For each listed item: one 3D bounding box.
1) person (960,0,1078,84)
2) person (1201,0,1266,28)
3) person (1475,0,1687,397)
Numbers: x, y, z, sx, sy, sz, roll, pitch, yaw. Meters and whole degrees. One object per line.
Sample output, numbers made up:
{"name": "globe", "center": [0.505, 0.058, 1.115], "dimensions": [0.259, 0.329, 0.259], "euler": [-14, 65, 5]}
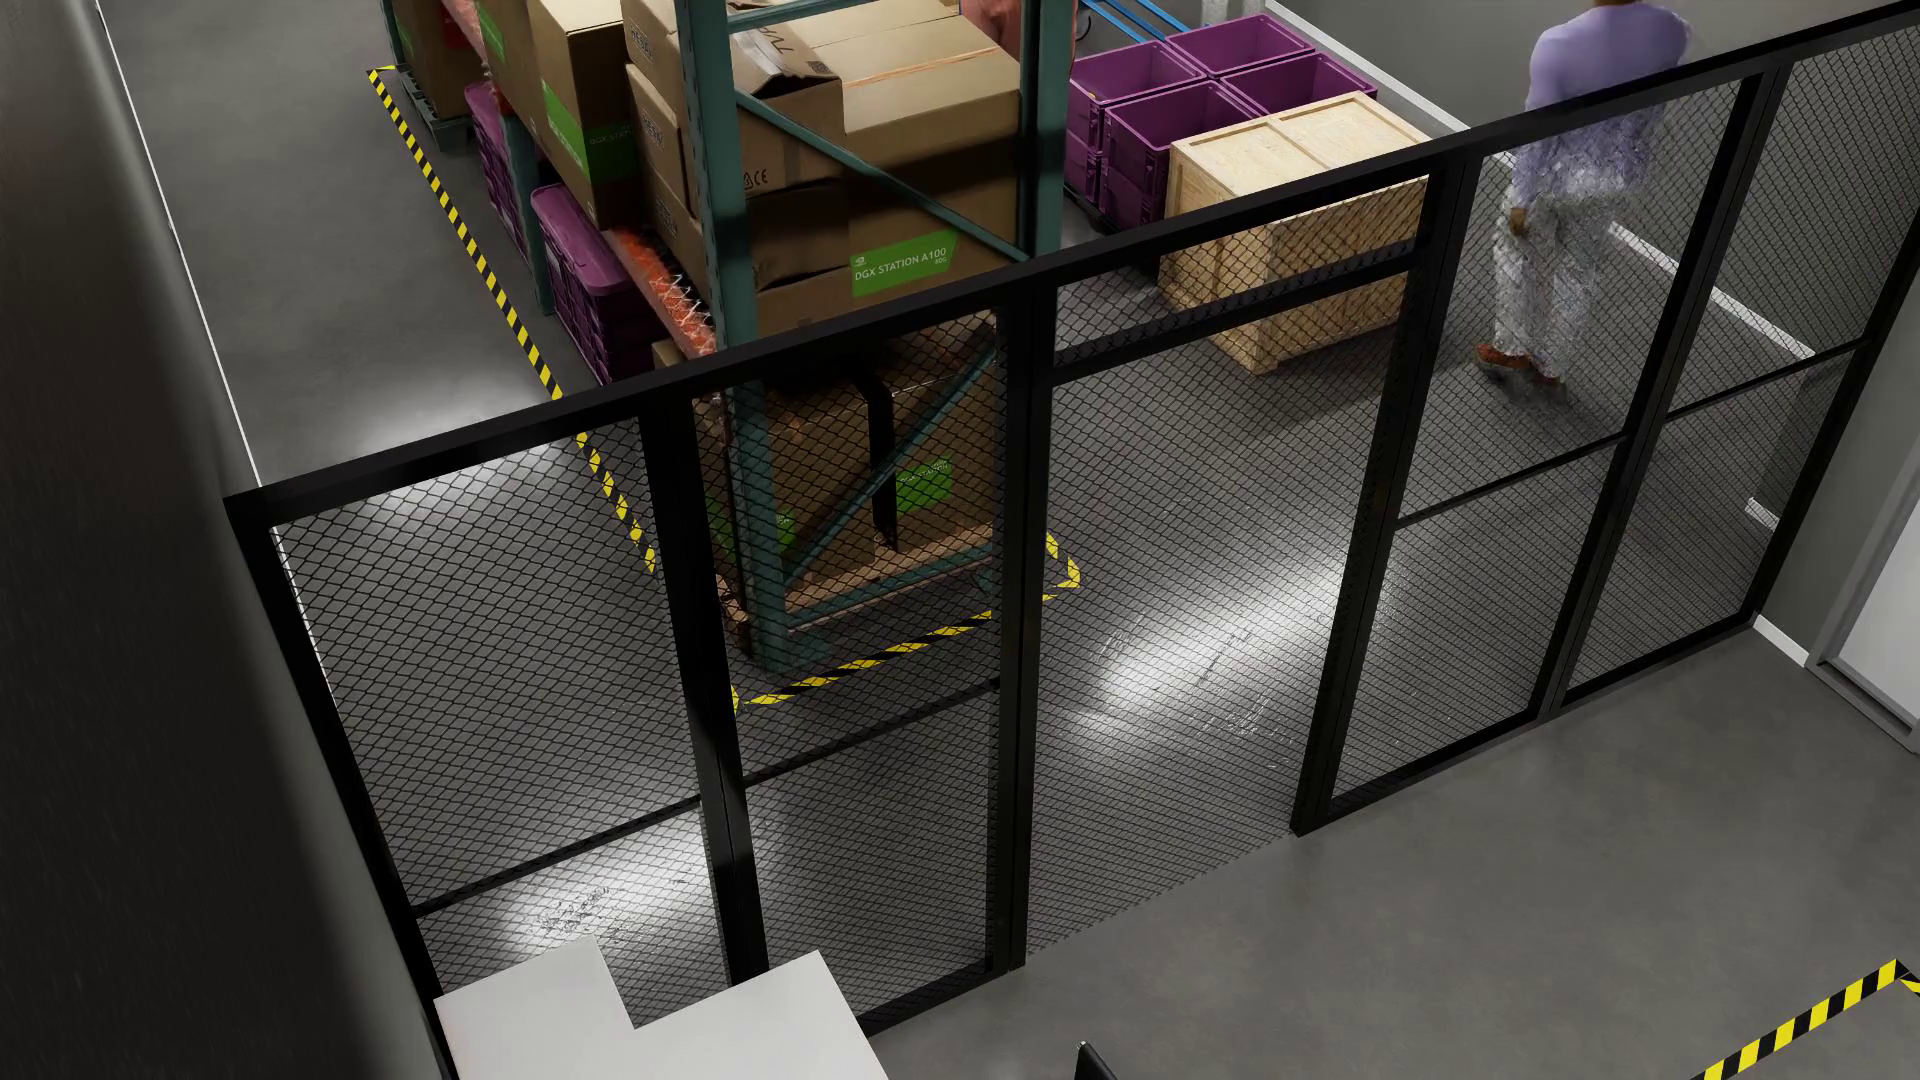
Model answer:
{"name": "person", "center": [0.215, -1.816, 6.891], "dimensions": [0.624, 1.992, 0.386], "euler": [-32, 51, -30]}
{"name": "person", "center": [1.427, -3.280, 8.610], "dimensions": [0.601, 1.831, 0.404], "euler": [-18, 45, -18]}
{"name": "person", "center": [2.414, -1.432, 6.537], "dimensions": [0.634, 1.911, 0.503], "euler": [-8, 43, -9]}
